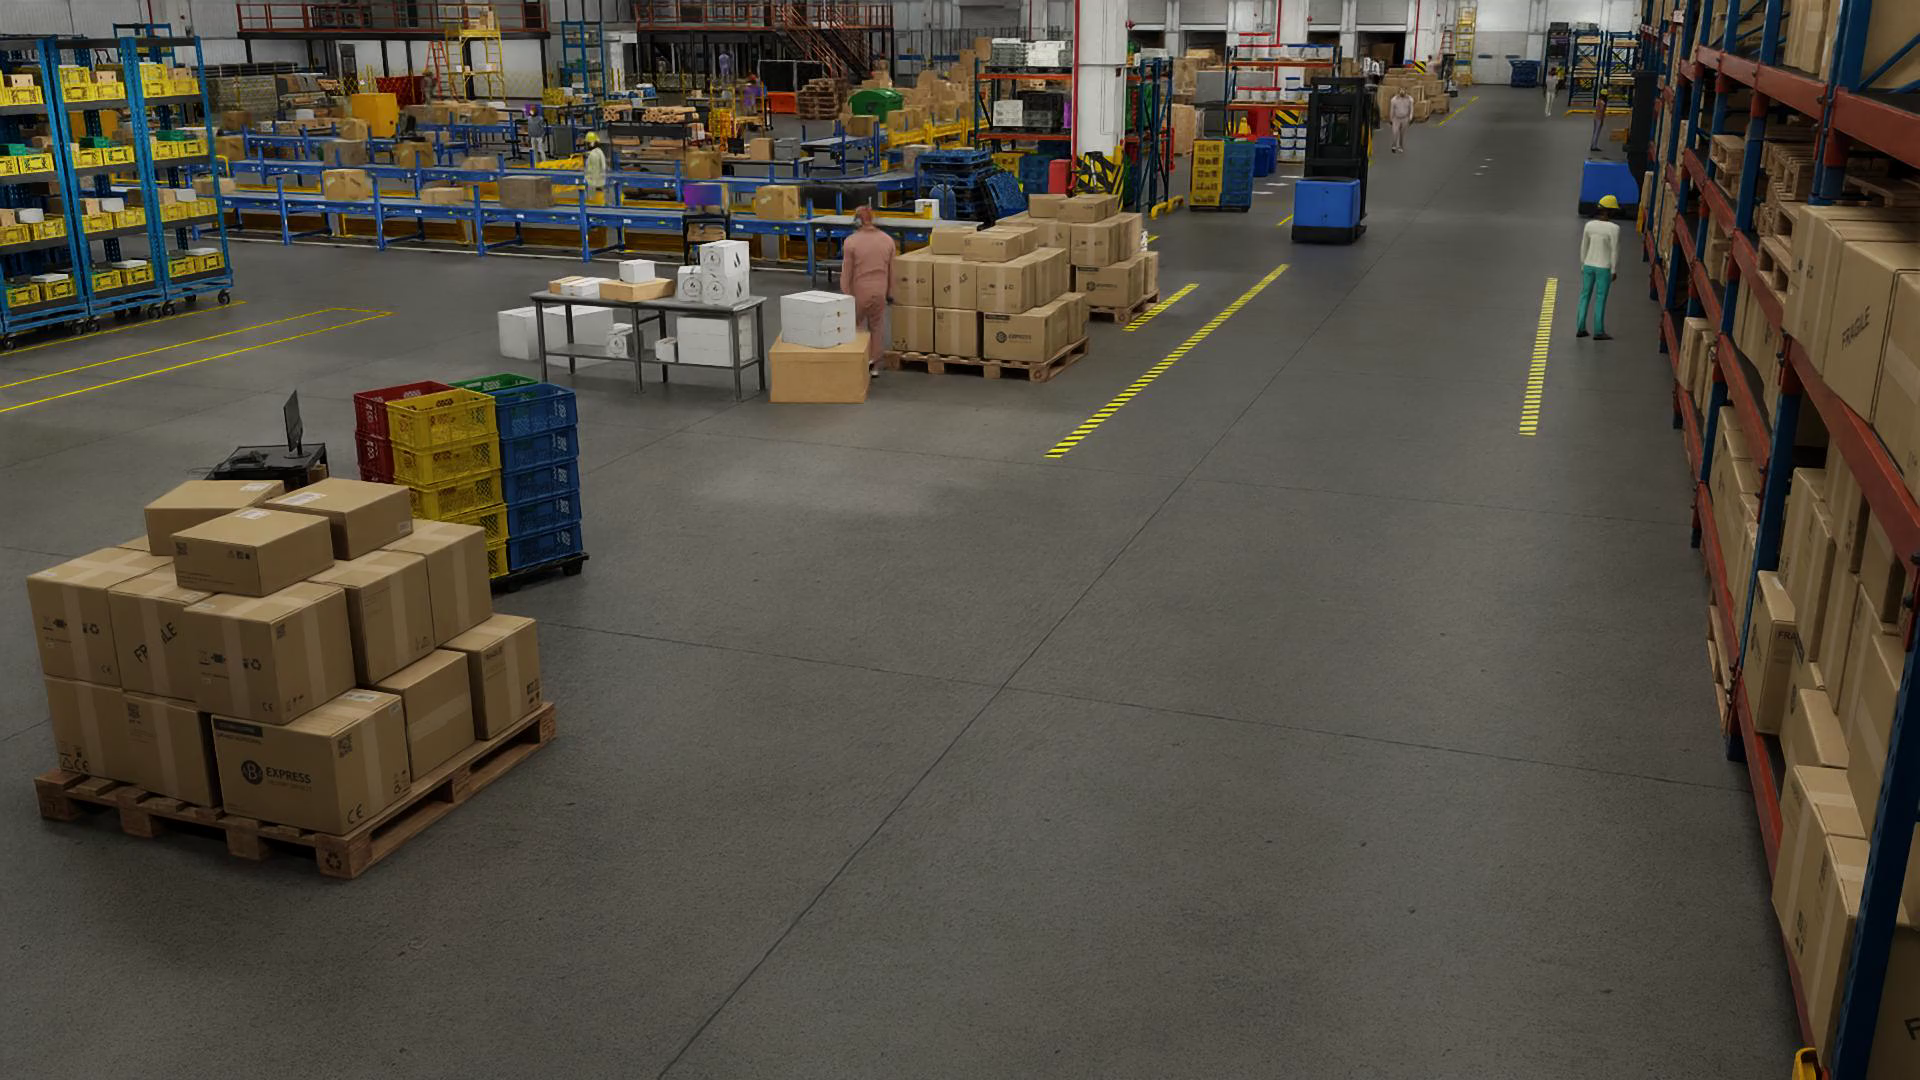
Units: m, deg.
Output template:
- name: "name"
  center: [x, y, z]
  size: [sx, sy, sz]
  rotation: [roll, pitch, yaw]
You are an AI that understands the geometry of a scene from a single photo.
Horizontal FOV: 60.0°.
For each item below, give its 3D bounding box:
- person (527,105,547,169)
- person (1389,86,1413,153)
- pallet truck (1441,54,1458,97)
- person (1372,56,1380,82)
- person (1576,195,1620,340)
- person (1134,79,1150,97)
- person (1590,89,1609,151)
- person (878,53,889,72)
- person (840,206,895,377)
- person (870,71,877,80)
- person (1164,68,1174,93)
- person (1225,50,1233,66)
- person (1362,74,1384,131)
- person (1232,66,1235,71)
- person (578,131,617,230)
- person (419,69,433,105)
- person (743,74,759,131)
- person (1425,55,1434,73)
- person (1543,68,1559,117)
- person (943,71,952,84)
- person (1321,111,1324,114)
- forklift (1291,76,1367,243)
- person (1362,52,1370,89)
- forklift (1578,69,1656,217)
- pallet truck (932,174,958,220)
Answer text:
- name: "person"
  center: [-10.792, -10.247, 42.395]
  size: [0.497, 1.626, 0.287]
  rotation: [7, 19, 21]
- name: "person"
  center: [12.615, -12.015, 47.574]
  size: [0.648, 1.855, 0.999]
  rotation: [4, 18, 11]
- name: "pallet truck"
  center: [22.765, -21.886, 78.355]
  size: [0.823, 1.965, 1.885]
  rotation: [-4, 18, -14]
- name: "person"
  center: [19.498, -21.736, 78.070]
  size: [0.337, 1.881, 0.584]
  rotation: [-3, 18, -8]
- name: "person"
  center: [7.892, -3.361, 20.528]
  size: [0.329, 1.765, 0.526]
  rotation: [-10, 20, -29]
- name: "person"
  center: [6.183, -15.156, 57.259]
  size: [1.052, 1.960, 0.713]
  rotation: [-13, 22, -35]
- name: "person"
  center: [18.590, -12.192, 48.289]
  size: [0.343, 1.756, 0.518]
  rotation: [1, 18, 3]
- name: "person"
  center: [-3.832, -23.262, 82.854]
  size: [0.567, 1.923, 0.681]
  rotation: [-5, 18, -15]
- name: "person"
  center: [-1.030, -2.722, 18.327]
  size: [0.690, 1.882, 0.415]
  rotation: [-11, 21, -31]
- name: "person"
  center: [-2.877, -14.866, 56.367]
  size: [0.804, 1.961, 0.613]
  rotation: [-15, 23, -39]
- name: "person"
  center: [7.742, -16.732, 62.350]
  size: [0.898, 1.872, 0.594]
  rotation: [2, 18, 7]
- name: "person"
  center: [14.954, -26.261, 92.357]
  size: [0.429, 1.844, 0.627]
  rotation: [0, 18, 0]
- name: "person"
  center: [13.946, -14.837, 56.410]
  size: [0.916, 1.880, 0.587]
  rotation: [-4, 18, -12]
- name: "person"
  center: [10.192, -16.811, 62.482]
  size: [0.672, 1.958, 0.495]
  rotation: [-4, 18, -11]
- name: "person"
  center: [-6.668, -6.631, 30.743]
  size: [0.822, 1.809, 0.595]
  rotation: [1, 18, 2]
- name: "person"
  center: [-21.214, -17.848, 66.156]
  size: [0.884, 1.695, 0.491]
  rotation: [6, 19, 19]
- name: "person"
  center: [-7.008, -14.538, 55.407]
  size: [0.630, 1.912, 0.575]
  rotation: [-10, 20, -28]
- name: "person"
  center: [22.514, -22.282, 79.728]
  size: [0.624, 1.919, 0.640]
  rotation: [-3, 18, -11]
- name: "person"
  center: [22.832, -17.324, 64.306]
  size: [0.527, 1.835, 0.870]
  rotation: [3, 18, 9]
- name: "person"
  center: [-0.577, -16.239, 60.936]
  size: [0.588, 1.803, 0.849]
  rotation: [8, 20, 25]
- name: "person"
  center: [12.574, -15.190, 57.824]
  size: [0.319, 1.691, 0.538]
  rotation: [7, 19, 21]
- name: "forklift"
  center: [6.598, -6.755, 29.381]
  size: [1.129, 2.768, 1.873]
  rotation: [6, 19, 19]
- name: "person"
  center: [21.234, -24.588, 87.034]
  size: [0.354, 1.881, 0.576]
  rotation: [15, 23, 39]
- name: "forklift"
  center: [13.219, -7.740, 32.475]
  size: [1.873, 2.768, 1.129]
  rotation: [6, 19, 18]
- name: "pallet truck"
  center: [-0.507, -5.292, 27.348]
  size: [0.653, 1.274, 1.630]
  rotation: [6, 19, 19]
